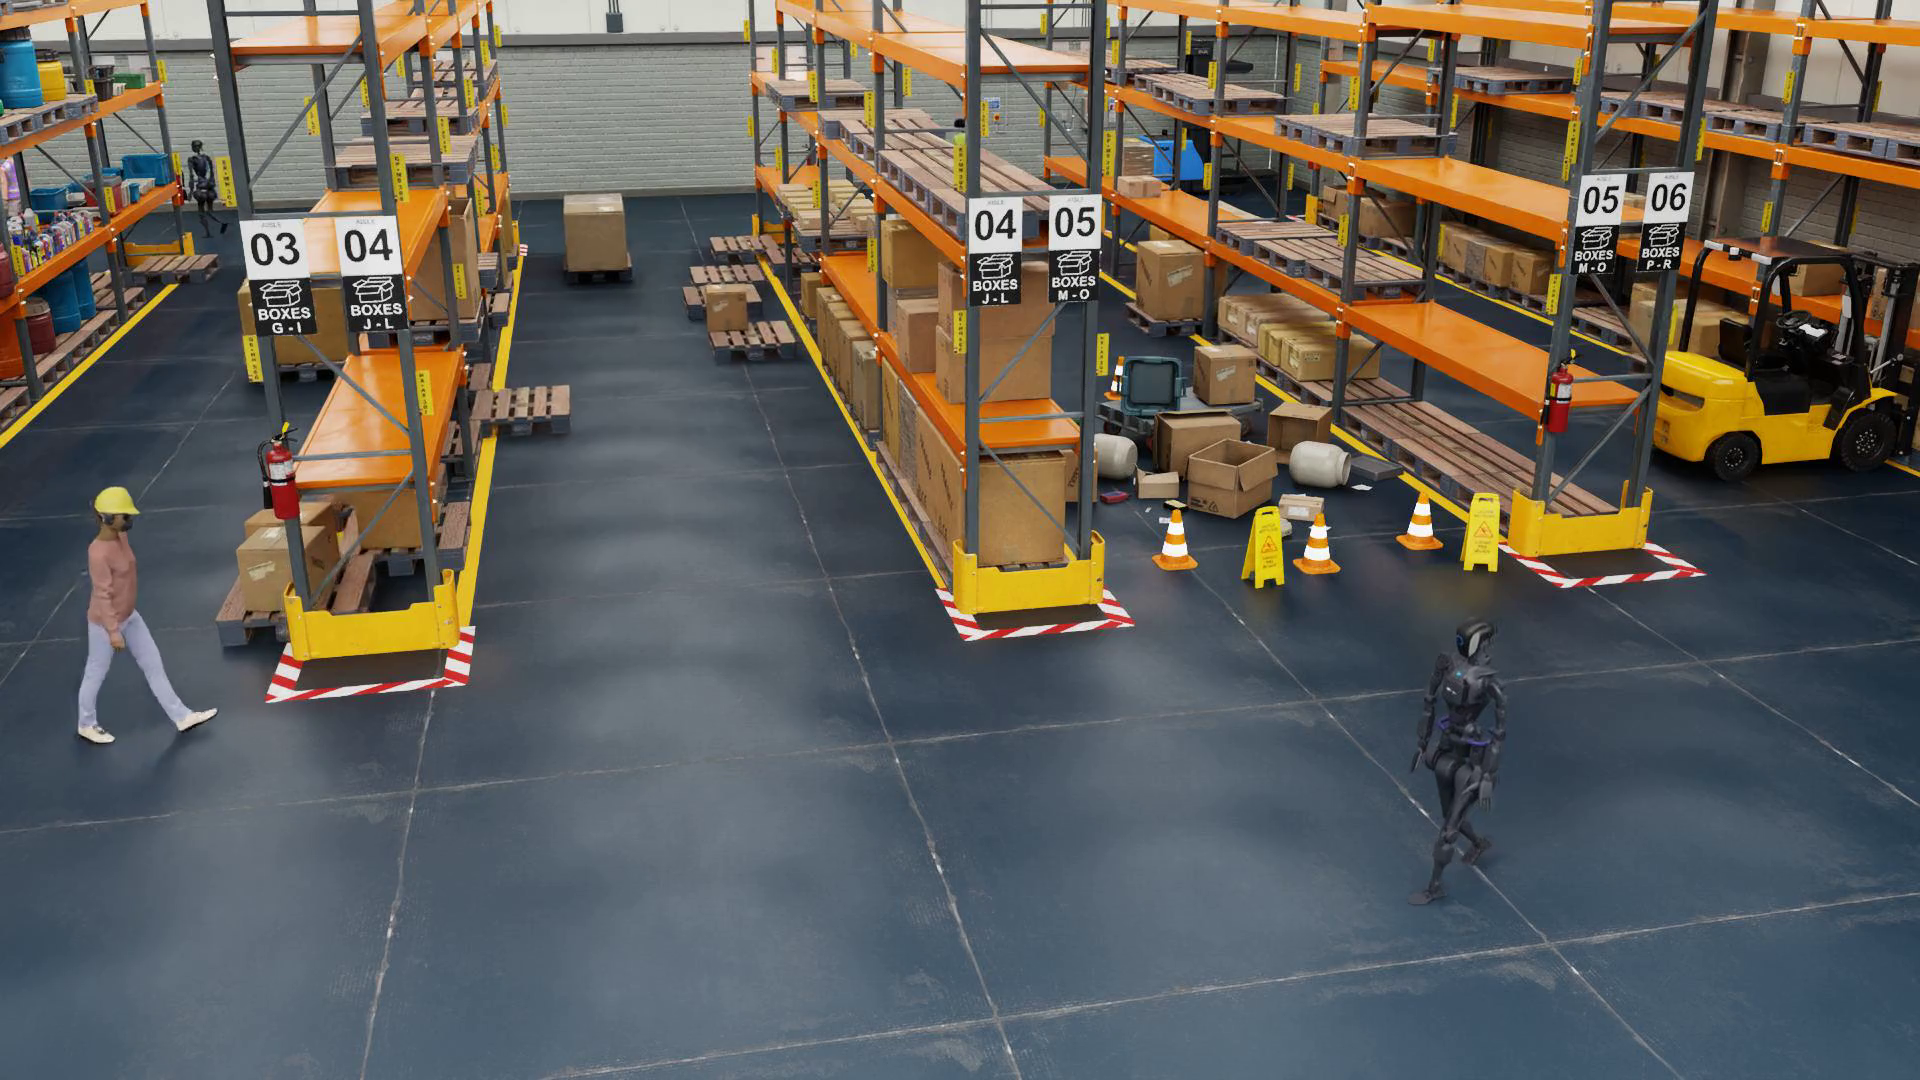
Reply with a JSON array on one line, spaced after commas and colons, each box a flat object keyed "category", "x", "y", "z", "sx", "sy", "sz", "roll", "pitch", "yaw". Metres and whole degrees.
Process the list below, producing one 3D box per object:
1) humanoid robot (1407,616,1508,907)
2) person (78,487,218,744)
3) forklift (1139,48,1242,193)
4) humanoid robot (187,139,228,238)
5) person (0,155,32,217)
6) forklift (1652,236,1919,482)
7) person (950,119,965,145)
[{"category": "humanoid robot", "x": 2.777, "y": 1.167, "z": 9.096, "sx": 0.741, "sy": 1.641, "sz": 0.589, "roll": -12, "pitch": 24, "yaw": -30}, {"category": "person", "x": -5.405, "y": 0.509, "z": 10.746, "sx": 0.903, "sy": 1.702, "sz": 0.635, "roll": -2, "pitch": 20, "yaw": -4}, {"category": "forklift", "x": 4.566, "y": -8.313, "z": 32.860, "sx": 1.873, "sy": 2.768, "sz": 1.129, "roll": -4, "pitch": 21, "yaw": -12}, {"category": "humanoid robot", "x": -12.799, "y": -5.951, "z": 28.221, "sx": 0.468, "sy": 1.643, "sz": 0.611, "roll": 7, "pitch": 21, "yaw": 18}, {"category": "person", "x": -15.368, "y": -5.566, "z": 27.156, "sx": 0.349, "sy": 1.688, "sz": 0.489, "roll": 11, "pitch": 23, "yaw": 27}, {"category": "forklift", "x": 8.013, "y": -1.814, "z": 16.330, "sx": 2.313, "sy": 2.155, "sz": 1.214, "roll": -4, "pitch": 21, "yaw": -12}, {"category": "person", "x": 0.048, "y": -6.997, "z": 31.031, "sx": 0.598, "sy": 1.674, "sz": 0.357, "roll": 11, "pitch": 23, "yaw": 28}]
